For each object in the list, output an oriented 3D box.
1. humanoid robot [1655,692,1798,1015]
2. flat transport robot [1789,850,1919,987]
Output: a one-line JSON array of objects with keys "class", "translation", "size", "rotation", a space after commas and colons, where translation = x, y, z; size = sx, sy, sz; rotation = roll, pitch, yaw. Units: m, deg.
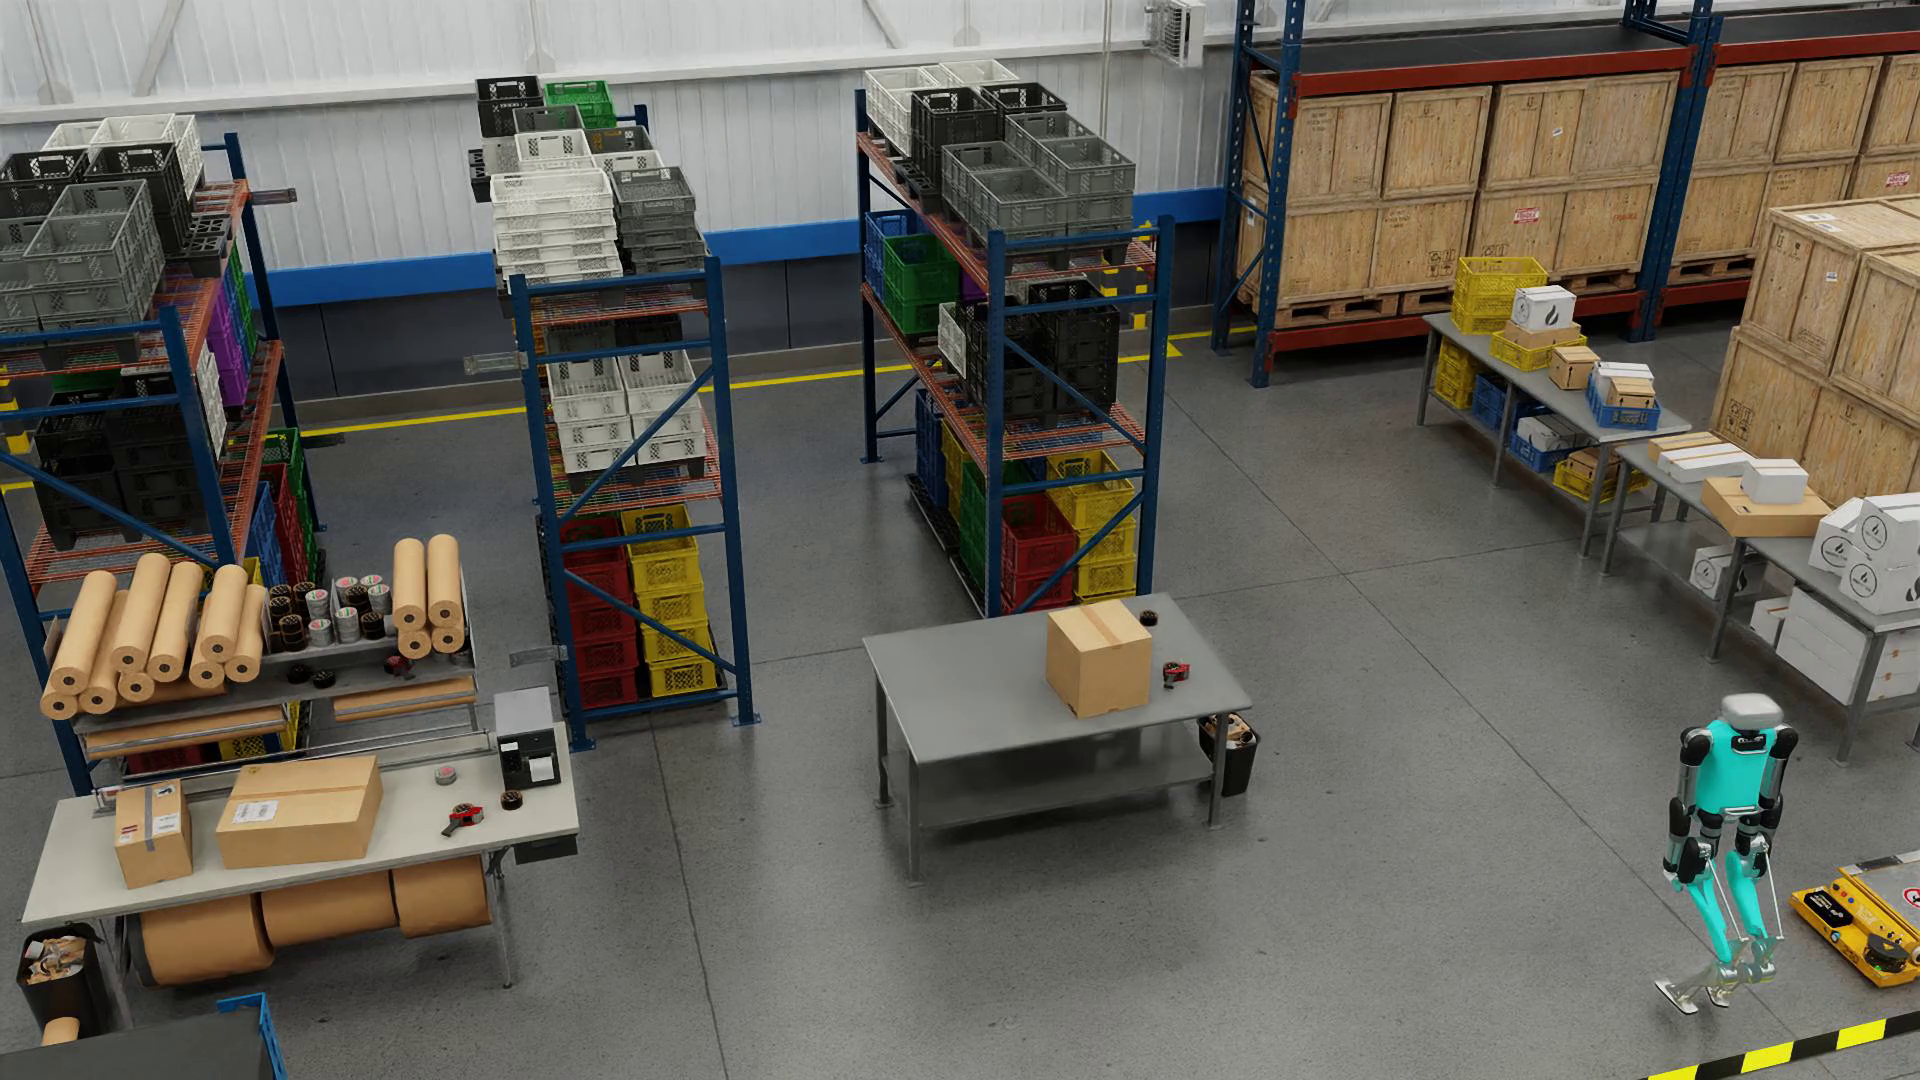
[{"class": "humanoid robot", "translation": [3.596, 1.550, 7.683], "size": [0.533, 1.671, 0.735], "rotation": [-3, 29, -6]}, {"class": "flat transport robot", "translation": [5.163, 1.916, 8.676], "size": [1.431, 0.231, 0.659], "rotation": [-8, 30, -14]}]
